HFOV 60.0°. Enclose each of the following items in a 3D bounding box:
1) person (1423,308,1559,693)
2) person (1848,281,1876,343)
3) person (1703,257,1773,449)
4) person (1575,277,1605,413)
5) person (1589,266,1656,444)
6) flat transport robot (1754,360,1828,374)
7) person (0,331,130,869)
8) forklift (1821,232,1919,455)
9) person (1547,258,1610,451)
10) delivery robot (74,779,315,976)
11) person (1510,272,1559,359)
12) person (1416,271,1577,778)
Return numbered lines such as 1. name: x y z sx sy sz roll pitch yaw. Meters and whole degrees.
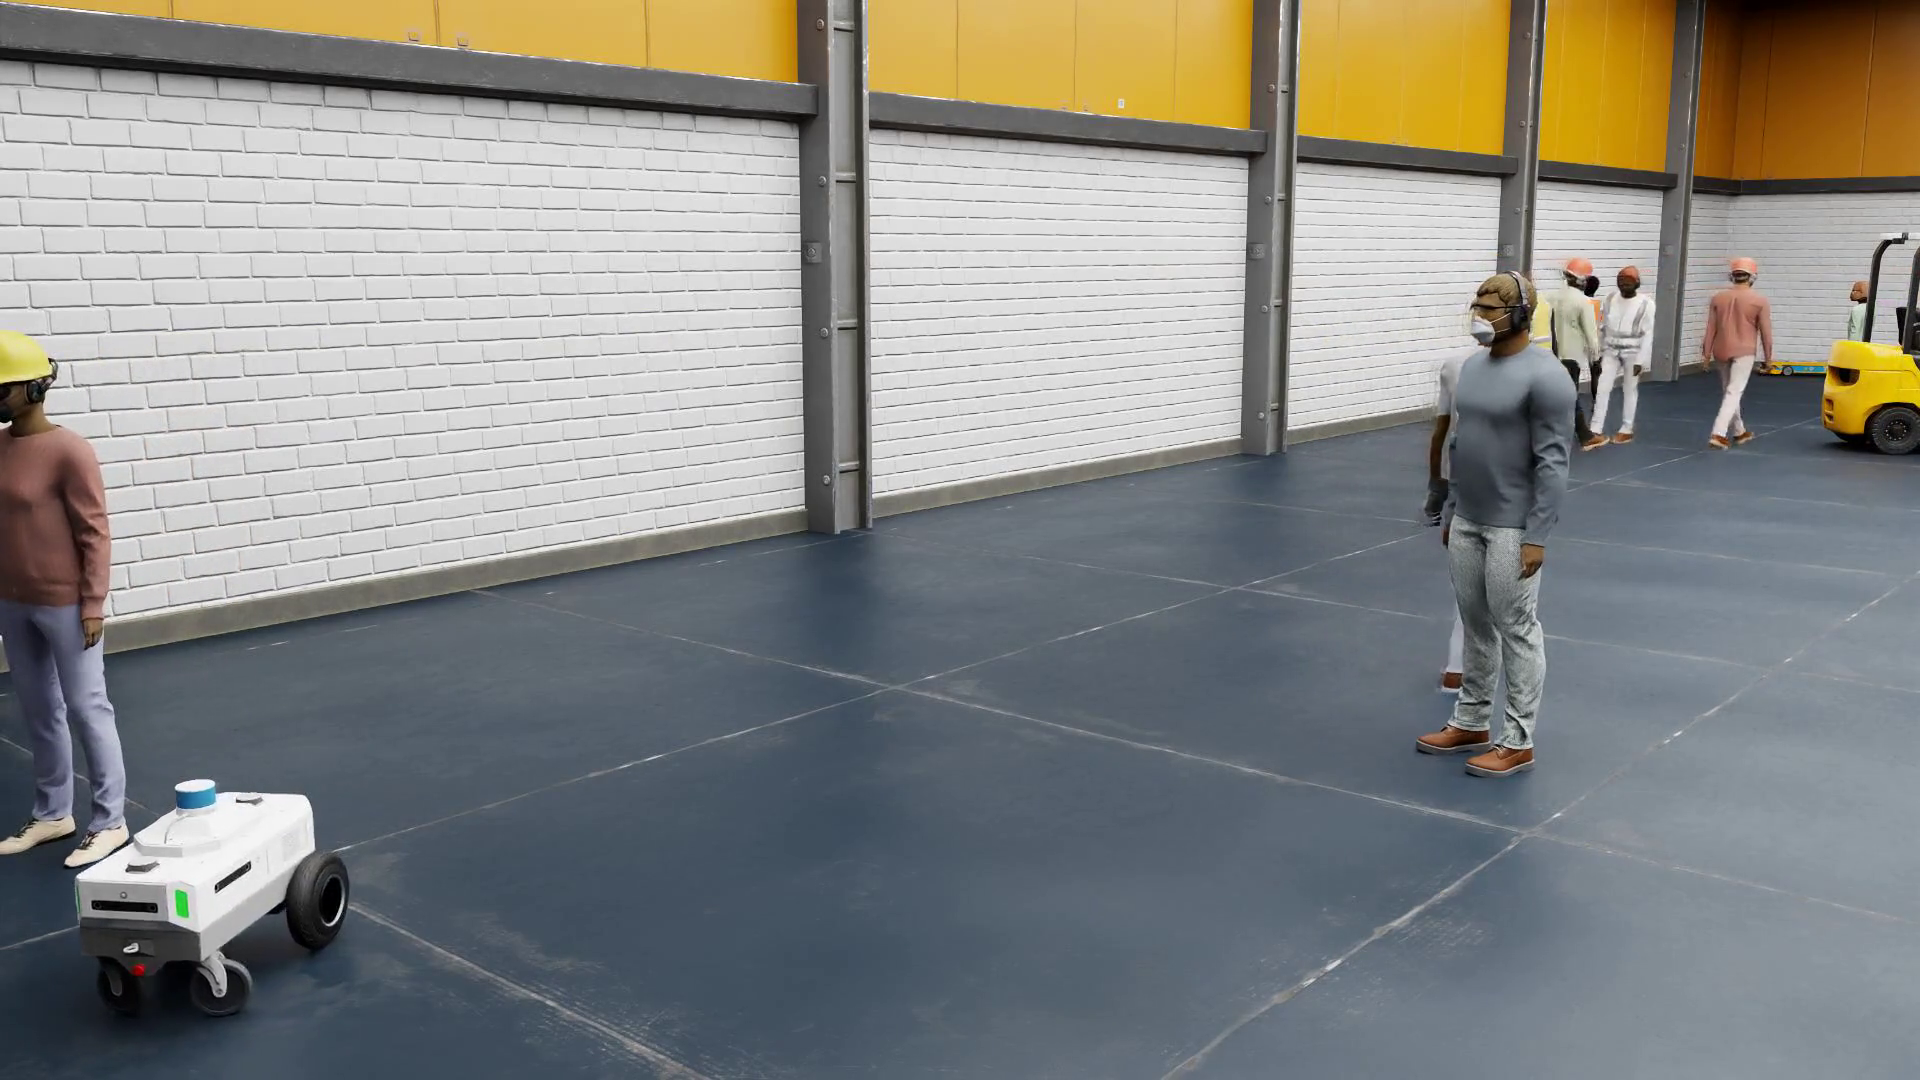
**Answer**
1. person: 2.486 -0.228 7.656 0.733 1.844 0.523 -7 12 -34
2. person: 10.761 -2.277 19.928 0.497 1.633 0.283 -8 13 -38
3. person: 7.905 -1.900 16.922 1.046 1.953 0.629 -8 13 -38
4. person: 7.742 -2.411 20.536 0.530 1.691 0.321 2 10 13
5. person: 6.745 -1.875 17.050 0.844 1.839 0.646 -9 14 -43
6. flat transport robot: 13.531 -2.766 26.587 1.431 0.197 0.652 3 10 17
7. person: -3.015 0.202 5.444 0.533 1.765 0.330 4 11 23
8. forklift: 9.955 -1.972 16.595 2.313 2.155 1.214 1 10 8
9. person: 5.990 -1.803 16.377 1.075 1.927 0.603 -2 10 -13
10. delivery robot: -2.098 0.907 4.599 0.477 0.478 0.707 1 10 7
11. person: 5.381 -1.667 16.033 0.687 1.787 0.872 -7 12 -34
12. person: 2.079 -0.059 6.431 0.370 1.941 0.627 -3 10 -18
